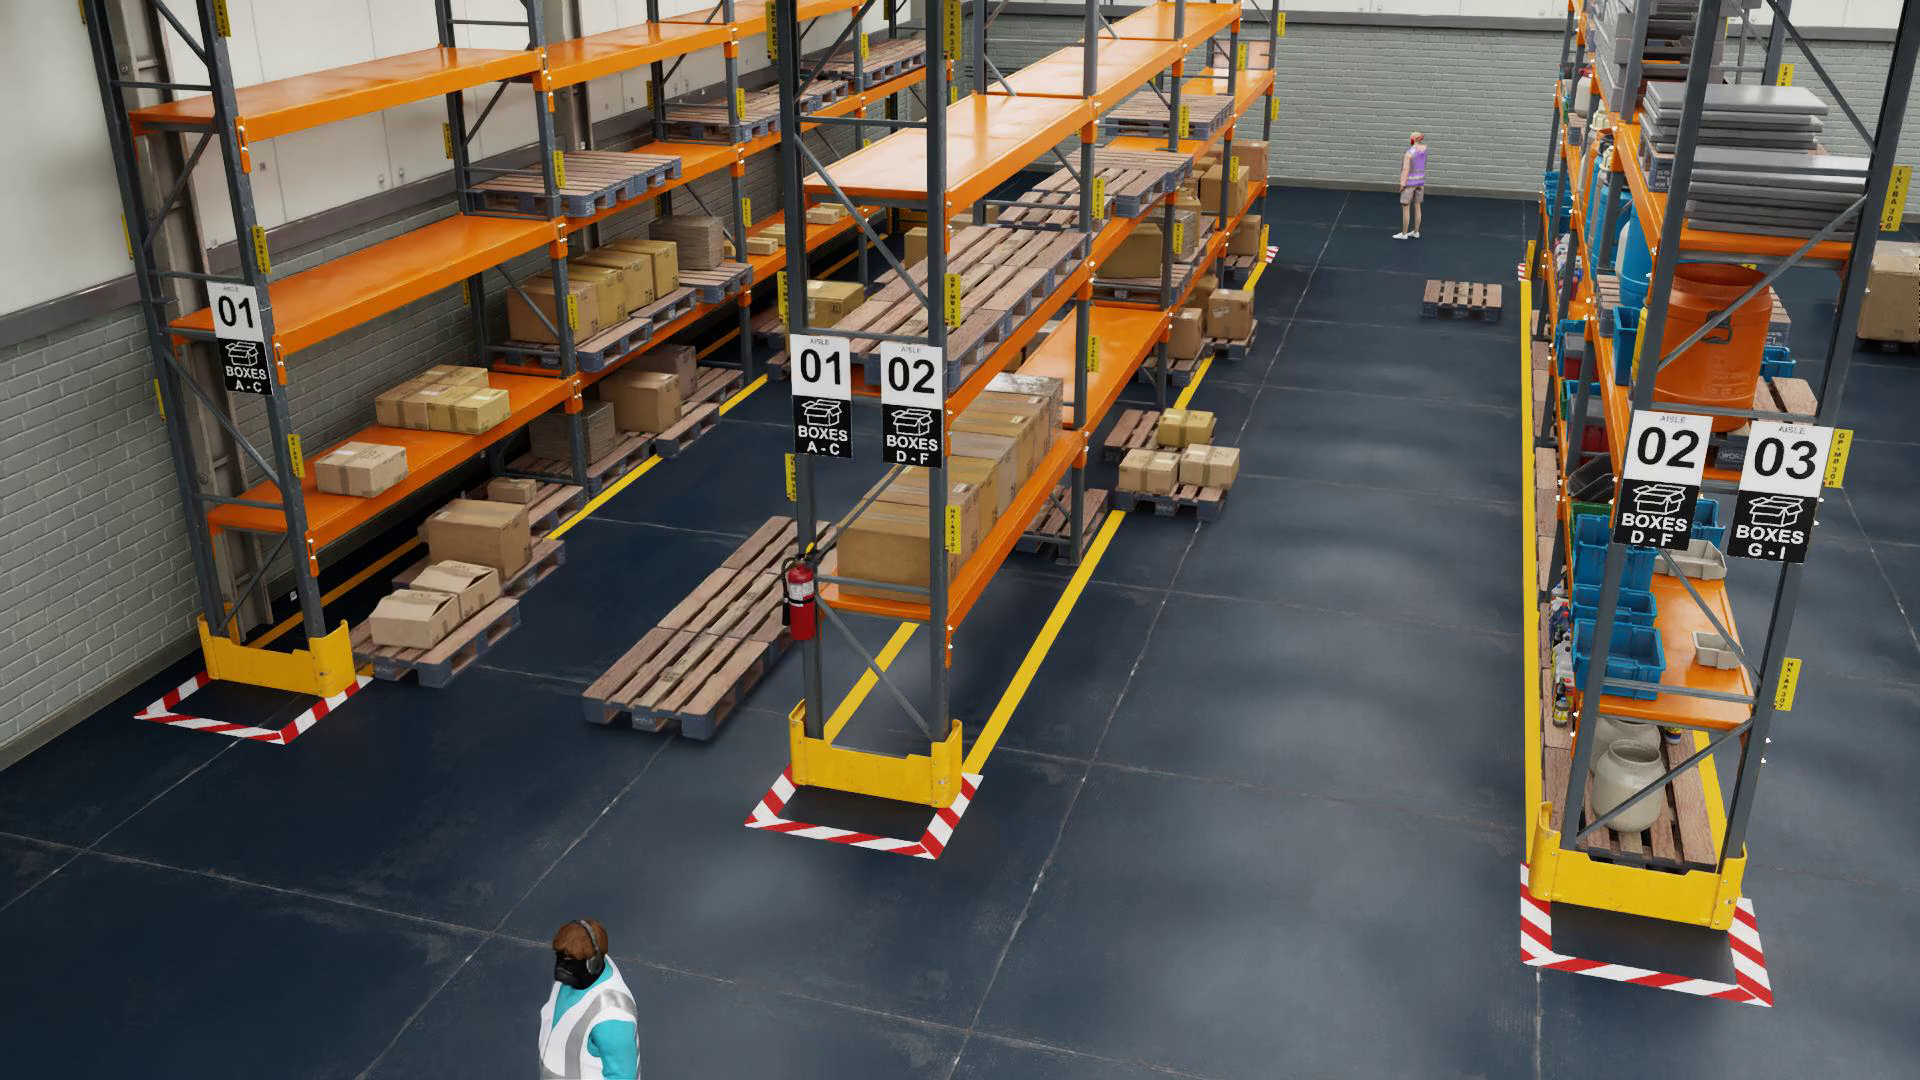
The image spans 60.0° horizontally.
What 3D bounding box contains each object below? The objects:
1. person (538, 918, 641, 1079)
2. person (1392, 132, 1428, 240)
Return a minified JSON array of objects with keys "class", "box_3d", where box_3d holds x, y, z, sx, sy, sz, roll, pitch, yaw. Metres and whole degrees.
[{"class":"person","box_3d":[-1.644,2.475,7.444,0.429,1.846,0.632,-13,27,-27]},{"class":"person","box_3d":[7.187,-5.624,26.423,0.489,1.688,0.345,-14,27,-29]}]
